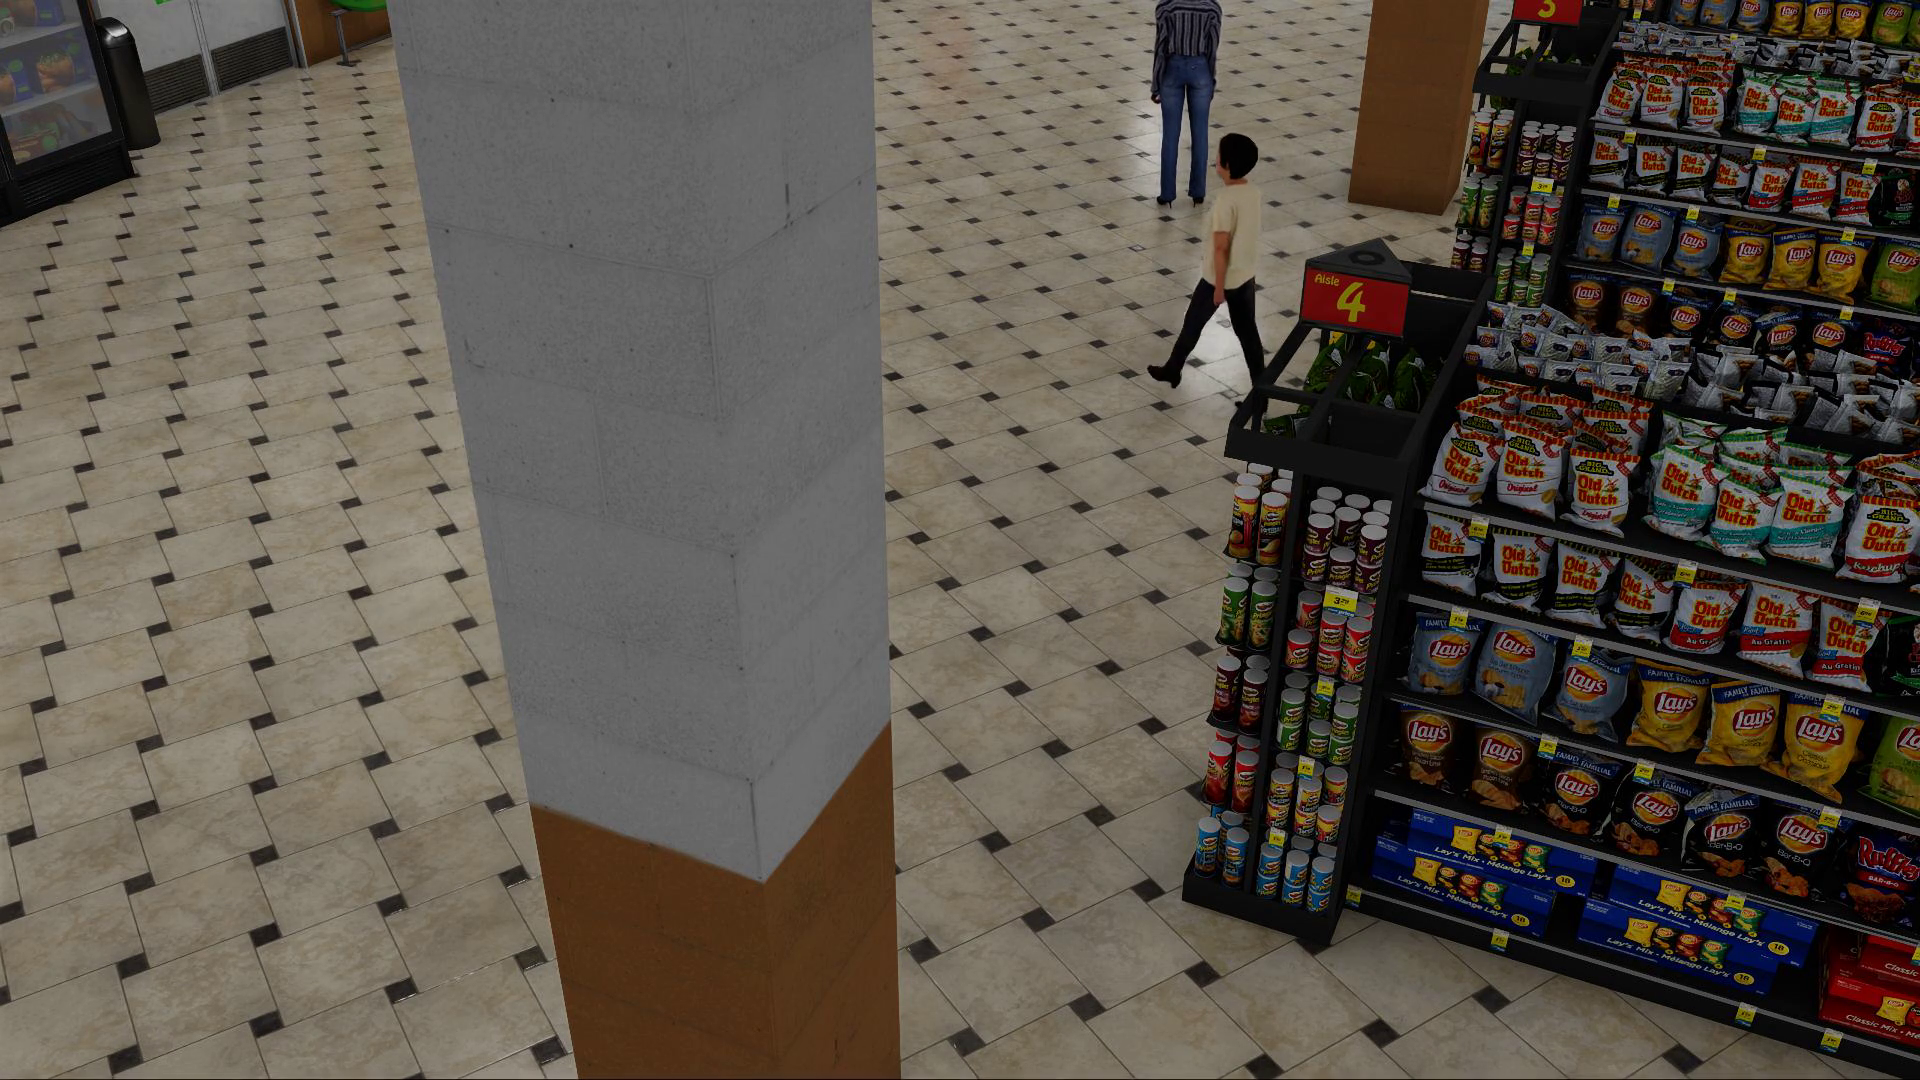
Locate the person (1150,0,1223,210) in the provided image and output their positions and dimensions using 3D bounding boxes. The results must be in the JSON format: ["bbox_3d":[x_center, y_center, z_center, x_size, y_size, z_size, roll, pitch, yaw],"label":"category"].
[{"bbox_3d":[1.603,-3.233,11.791,0.609,1.795,0.751,1,32,1],"label":"person"}]

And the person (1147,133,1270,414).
[{"bbox_3d":[1.528,-1.398,9.078,1.071,1.545,0.788,25,40,34],"label":"person"}]
